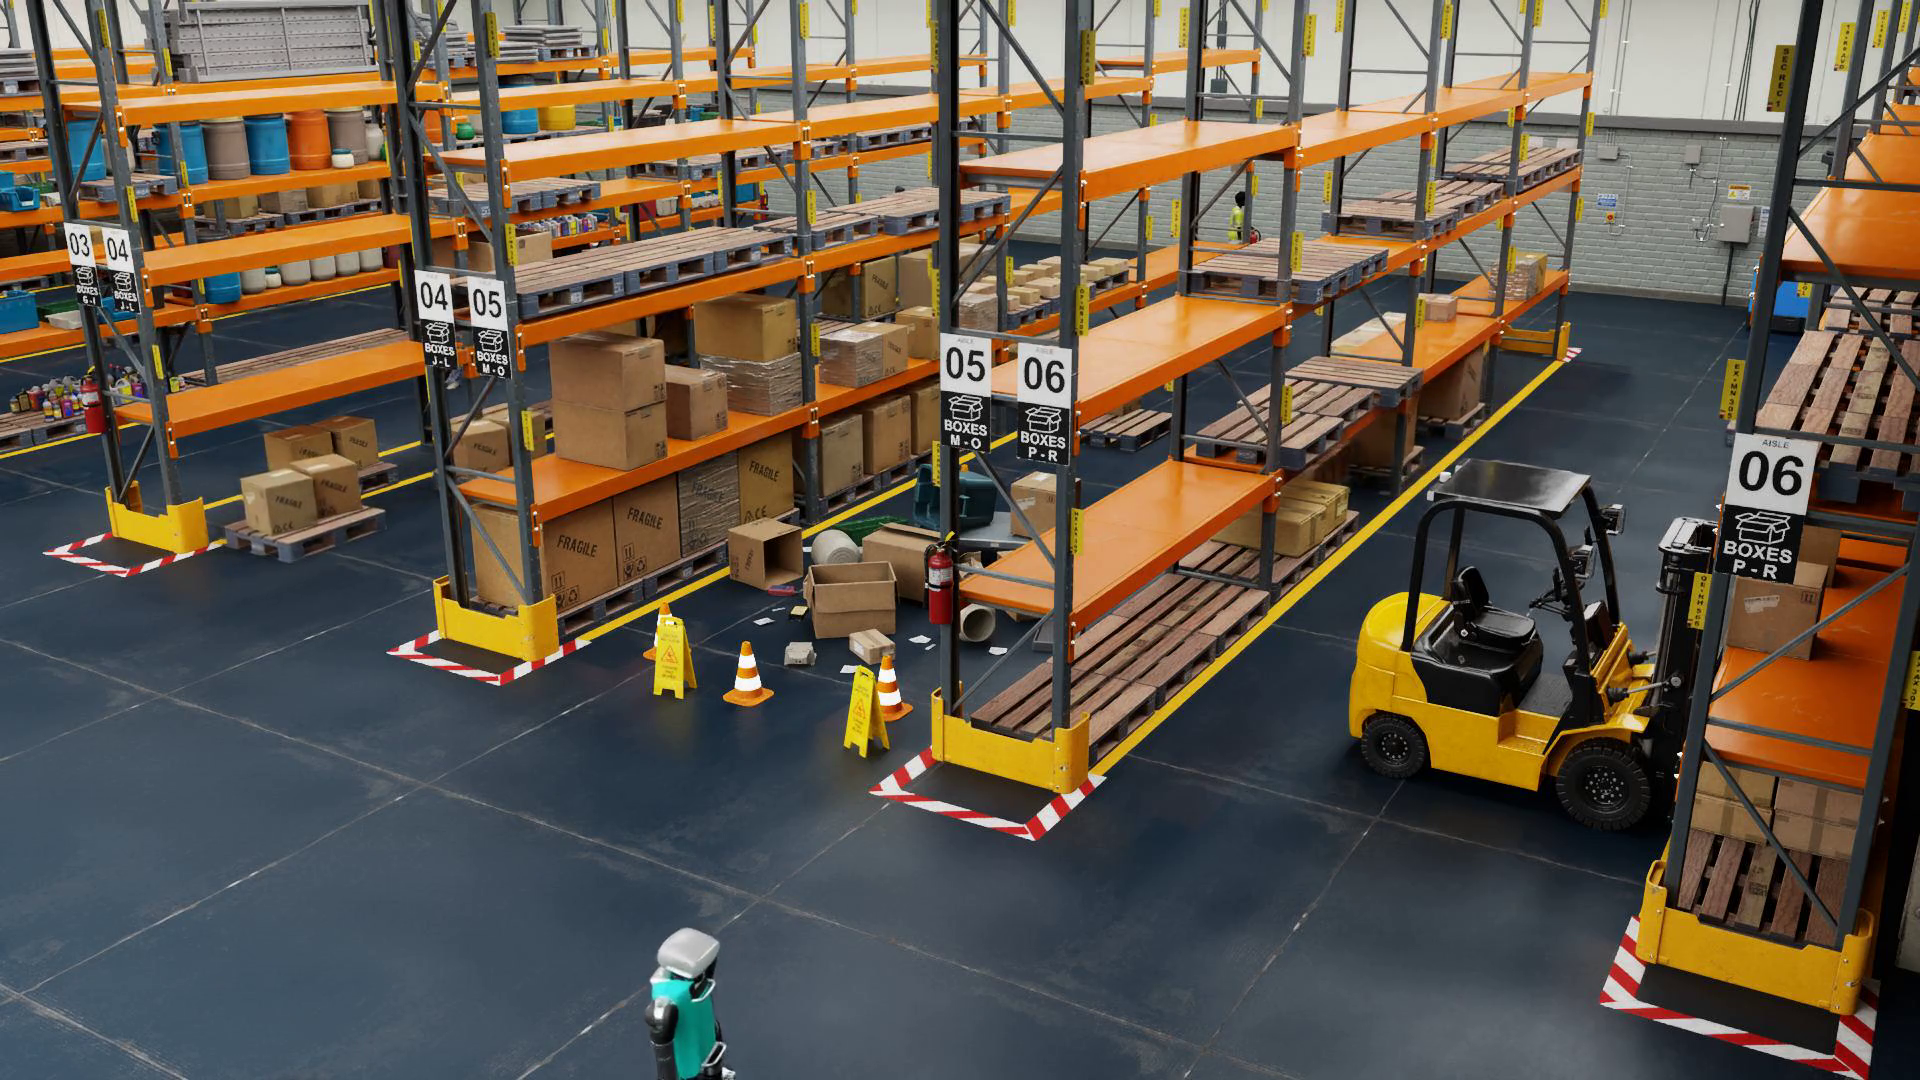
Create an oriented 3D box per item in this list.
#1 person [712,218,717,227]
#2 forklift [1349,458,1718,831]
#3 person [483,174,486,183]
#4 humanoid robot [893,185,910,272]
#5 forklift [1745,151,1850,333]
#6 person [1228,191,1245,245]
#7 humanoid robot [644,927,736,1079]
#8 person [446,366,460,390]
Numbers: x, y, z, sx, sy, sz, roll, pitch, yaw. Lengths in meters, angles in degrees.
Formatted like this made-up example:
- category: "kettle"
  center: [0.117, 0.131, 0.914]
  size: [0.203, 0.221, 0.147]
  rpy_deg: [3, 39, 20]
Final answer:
- category: "person"
  center: [-5.056, -7.055, 34.892]
  size: [0.602, 1.665, 0.362]
  rpy_deg: [-2, 19, -5]
- category: "forklift"
  center: [3.988, 0.658, 11.776]
  size: [2.313, 2.155, 1.214]
  rpy_deg: [11, 22, 29]
- category: "person"
  center: [-10.396, -7.746, 36.668]
  size: [0.331, 1.801, 0.518]
  rpy_deg: [6, 20, 16]
- category: "humanoid robot"
  center: [-1.077, -5.855, 31.396]
  size: [0.589, 1.633, 0.451]
  rpy_deg: [-17, 26, -41]
- category: "forklift"
  center: [13.620, -4.667, 26.137]
  size: [1.873, 2.768, 1.129]
  rpy_deg: [11, 22, 29]
- category: "person"
  center: [5.073, -5.533, 30.441]
  size: [0.320, 1.687, 0.536]
  rpy_deg: [1, 19, 2]
- category: "humanoid robot"
  center: [-0.954, 2.523, 7.119]
  size: [0.668, 1.833, 0.535]
  rpy_deg: [4, 20, 13]
- category: "person"
  center: [-7.085, -2.910, 22.784]
  size: [0.530, 1.741, 0.425]
  rpy_deg: [7, 20, 19]
